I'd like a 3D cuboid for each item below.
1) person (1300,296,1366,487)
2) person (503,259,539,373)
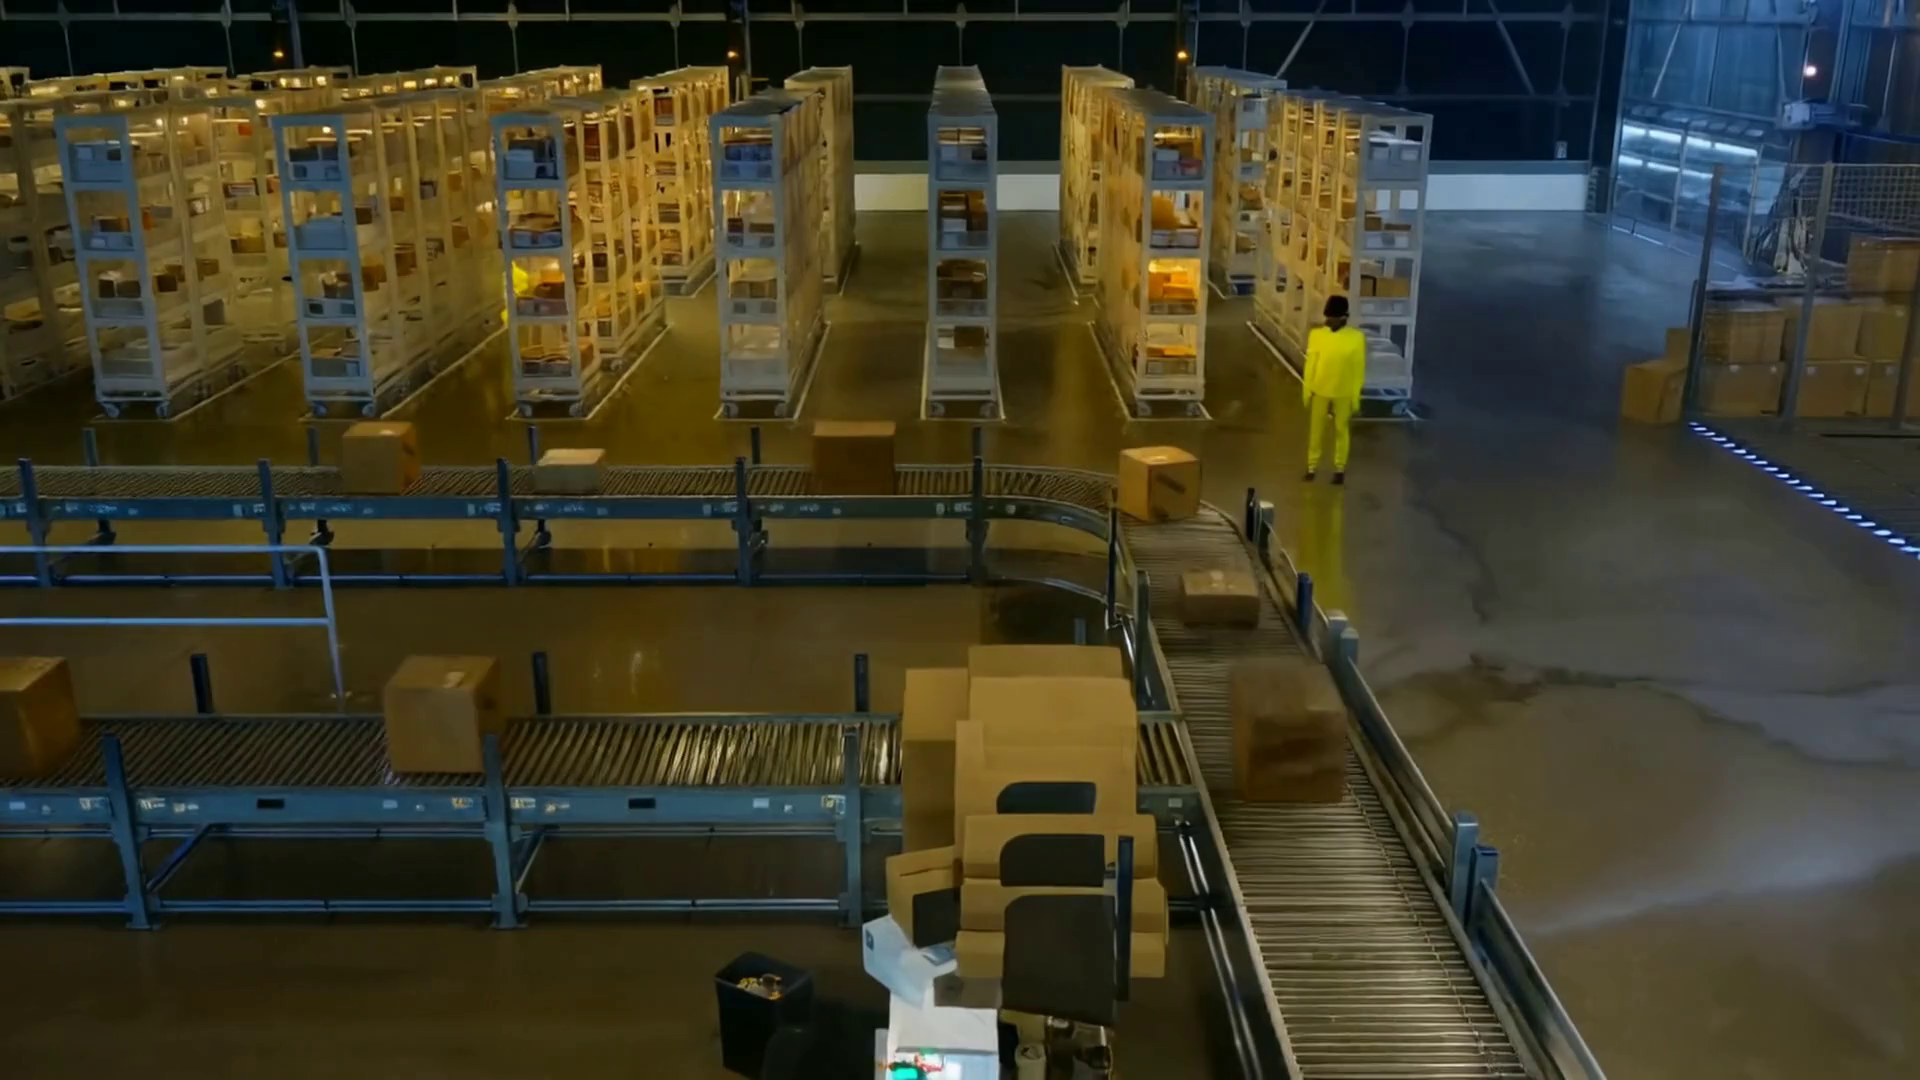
[{"bbox_3d":[3.832,-1.531,17.132,0.623,1.990,0.392,9,20,25],"label":"person"},{"bbox_3d":[-5.670,-2.956,21.776,0.404,1.830,0.602,9,20,26],"label":"person"}]
